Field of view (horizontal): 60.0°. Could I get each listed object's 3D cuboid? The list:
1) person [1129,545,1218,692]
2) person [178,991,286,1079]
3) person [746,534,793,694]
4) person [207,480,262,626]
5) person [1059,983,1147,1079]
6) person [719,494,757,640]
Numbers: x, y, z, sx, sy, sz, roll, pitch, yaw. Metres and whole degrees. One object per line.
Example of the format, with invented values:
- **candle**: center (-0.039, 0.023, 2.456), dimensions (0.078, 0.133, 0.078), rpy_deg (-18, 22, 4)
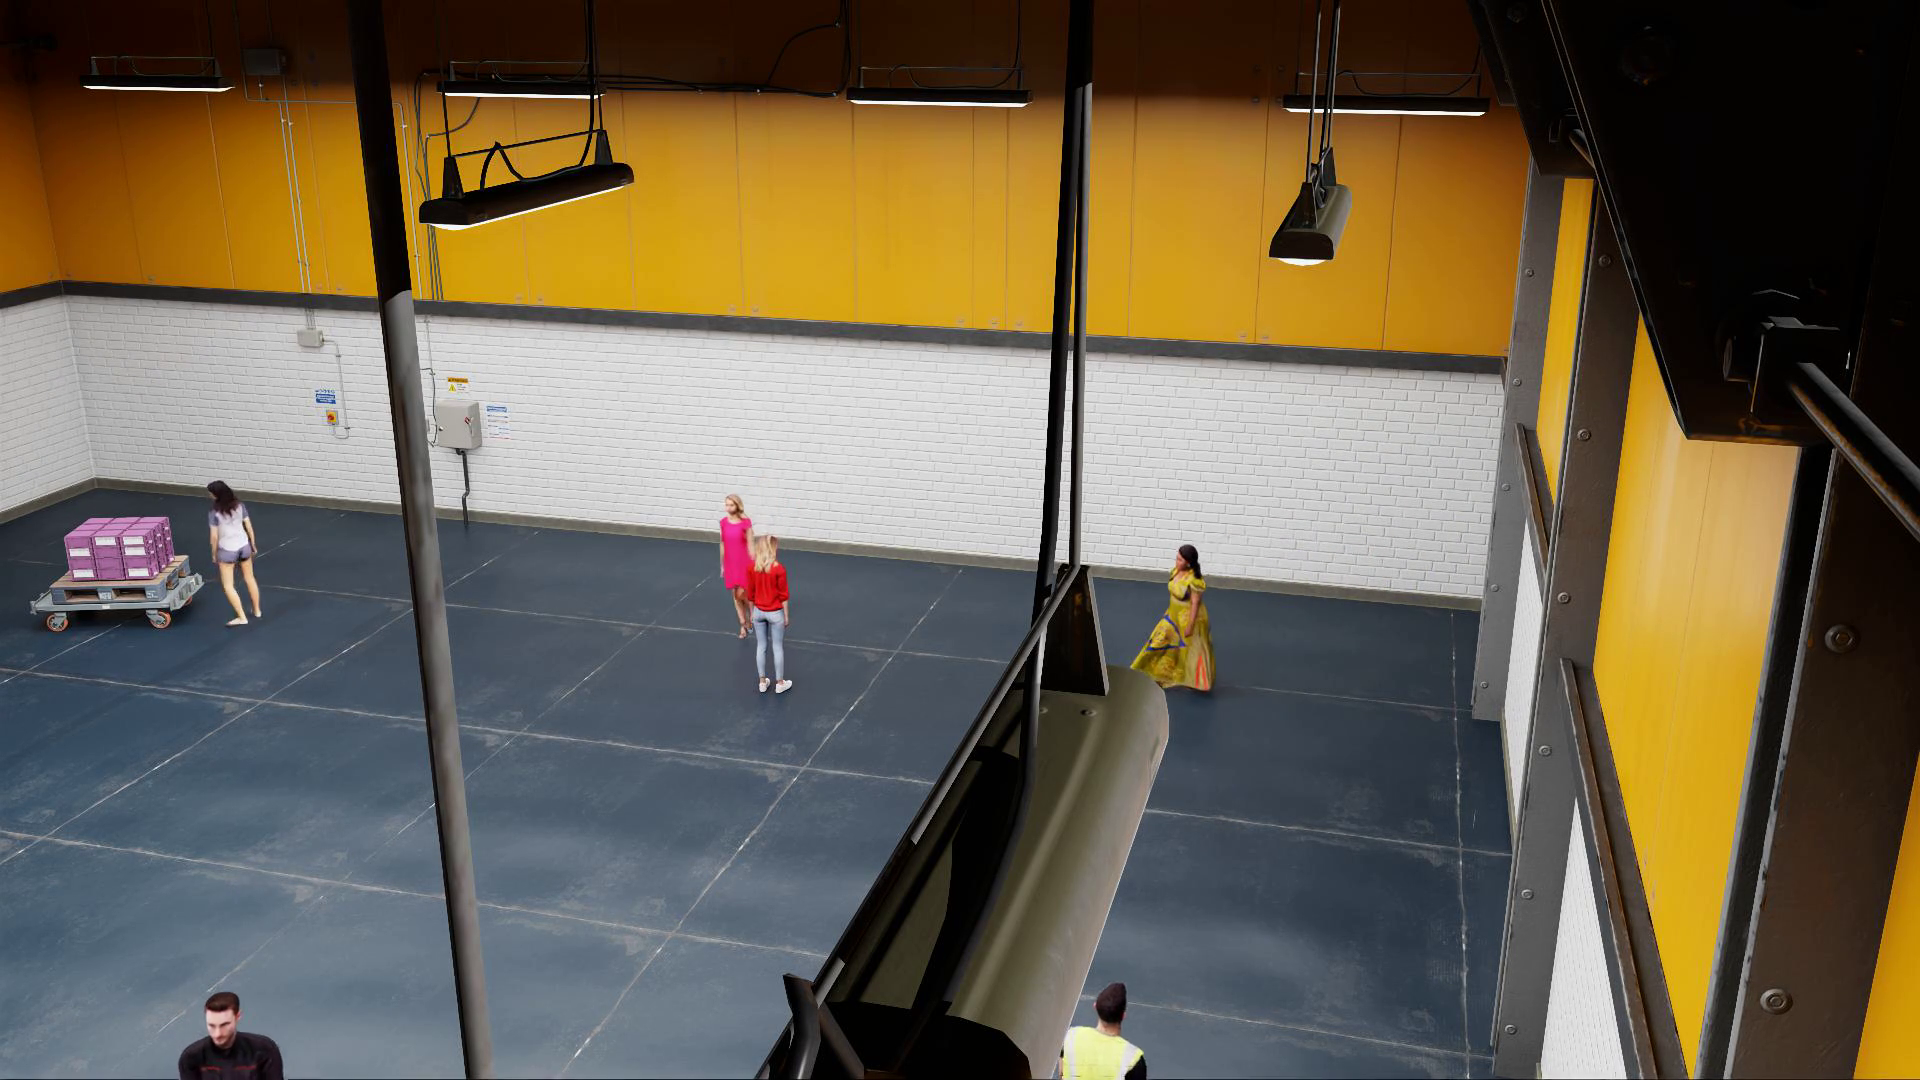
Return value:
- **person**: center (2.405, 0.833, 17.224), dimensions (1.325, 1.616, 1.250), rpy_deg (-11, 22, -30)
- **person**: center (-4.038, 3.337, 9.341), dimensions (0.921, 1.902, 1.077), rpy_deg (-3, 19, -9)
- **person**: center (-1.992, 0.768, 17.279), dimensions (0.612, 1.704, 0.510), rpy_deg (5, 19, 15)
- **person**: center (-8.366, 0.141, 19.123), dimensions (0.743, 1.716, 0.844), rpy_deg (-13, 23, -34)
- **person**: center (0.761, 3.377, 9.372), dimensions (0.794, 1.806, 1.104), rpy_deg (7, 20, 20)
- **person**: center (-2.451, 0.267, 18.750), dimensions (0.621, 1.715, 0.647), rpy_deg (6, 20, 18)
